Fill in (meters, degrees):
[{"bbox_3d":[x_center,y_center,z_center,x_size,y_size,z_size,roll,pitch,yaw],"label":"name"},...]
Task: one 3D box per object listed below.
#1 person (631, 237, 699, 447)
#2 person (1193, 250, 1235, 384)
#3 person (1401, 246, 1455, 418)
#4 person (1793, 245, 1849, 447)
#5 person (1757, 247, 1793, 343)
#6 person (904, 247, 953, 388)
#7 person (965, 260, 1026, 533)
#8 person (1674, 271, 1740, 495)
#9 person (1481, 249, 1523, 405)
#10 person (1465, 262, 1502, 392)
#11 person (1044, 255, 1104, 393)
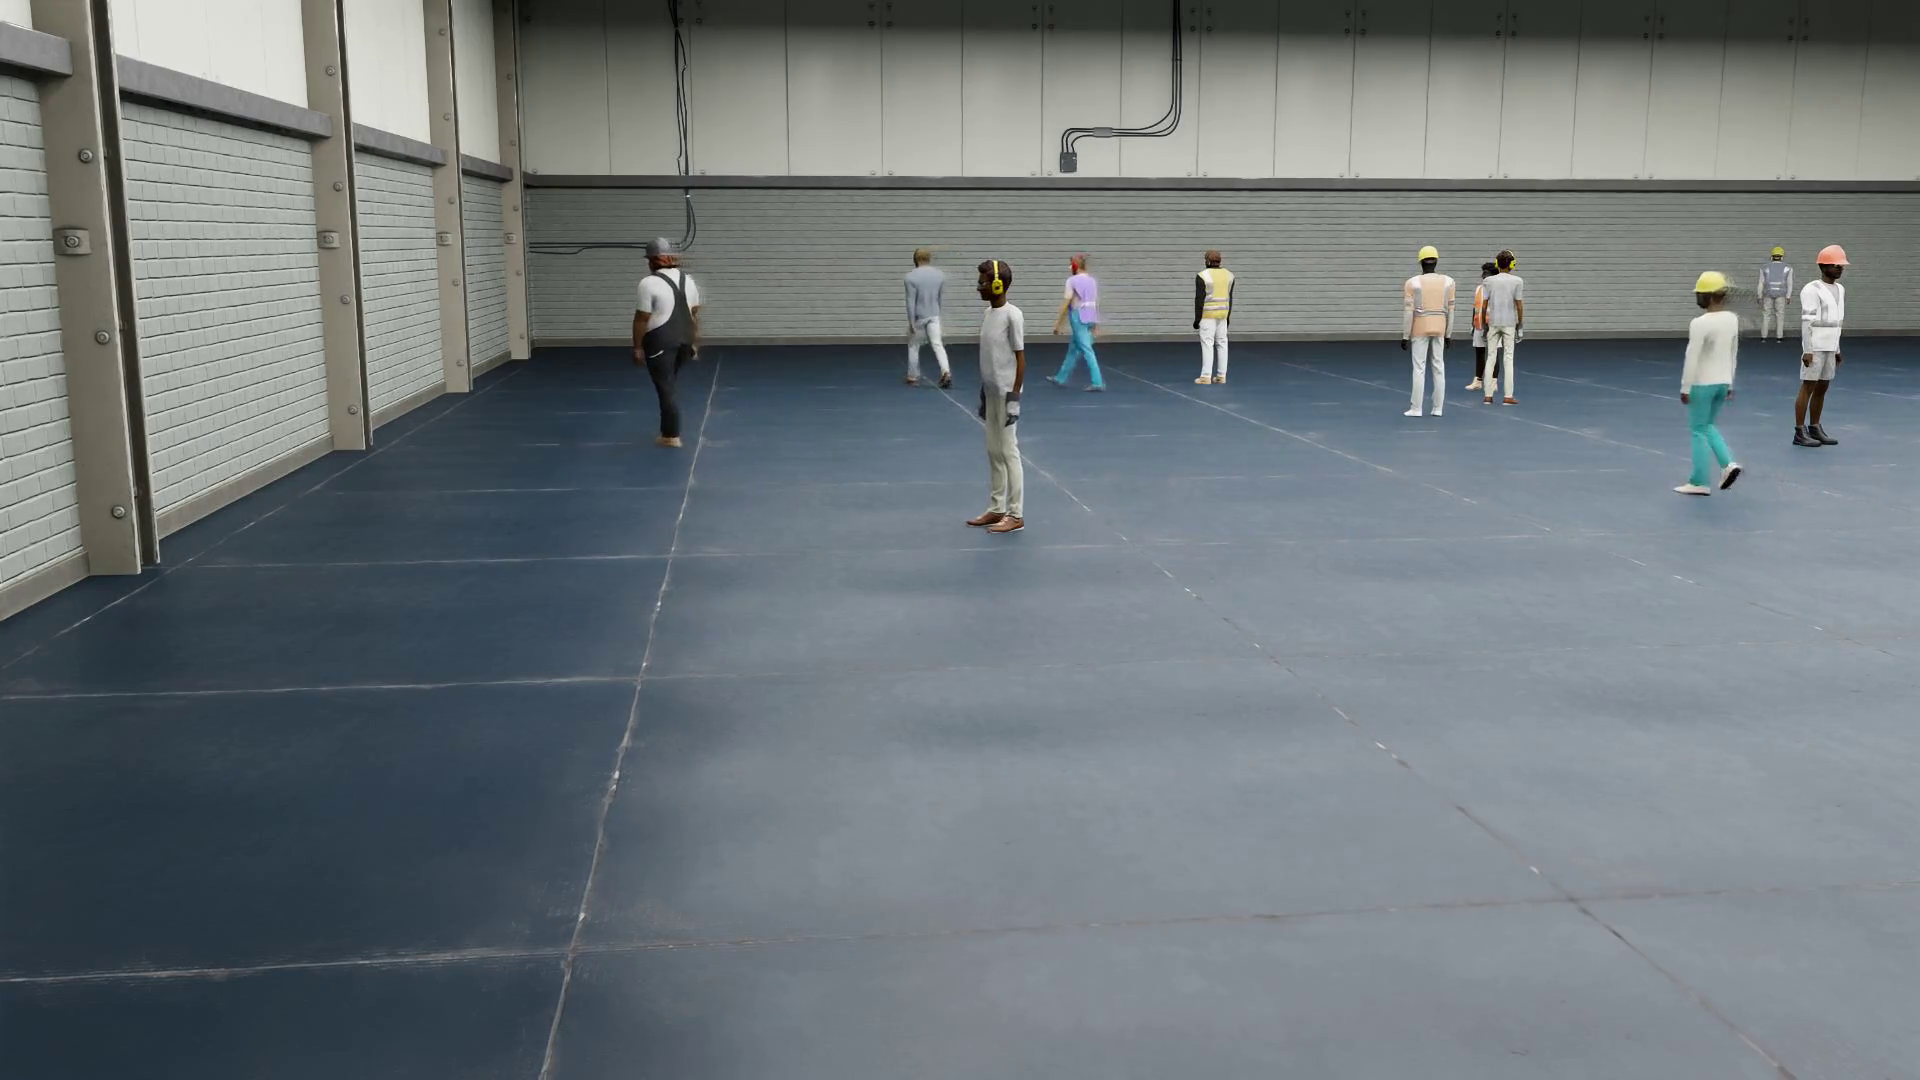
[{"bbox_3d":[-2.948,-1.930,16.152,0.702,2.000,0.713,7,12,34],"label":"person"},{"bbox_3d":[3.473,-3.069,22.944,0.624,1.845,0.430,-6,12,-29],"label":"person"},{"bbox_3d":[5.245,-2.331,18.690,0.584,1.917,0.384,-1,10,-6],"label":"person"},{"bbox_3d":[8.366,-1.872,16.117,0.543,1.938,0.356,-6,12,-30],"label":"person"},{"bbox_3d":[15.636,-4.705,31.936,0.601,1.830,0.403,4,11,22],"label":"person"},{"bbox_3d":[-0.448,-2.986,22.357,0.628,1.906,1.003,-6,12,-28],"label":"person"},{"bbox_3d":[0.266,-0.980,11.433,0.329,1.865,0.513,-5,11,-25],"label":"person"},{"bbox_3d":[5.856,-1.216,13.005,0.549,1.752,0.407,-6,12,-30],"label":"person"},{"bbox_3d":[6.566,-2.570,20.128,0.509,1.872,0.328,6,12,31],"label":"person"},{"bbox_3d":[6.908,-2.787,21.793,0.318,1.698,0.533,-6,12,-31],"label":"person"},{"bbox_3d":[1.515,-2.835,21.828,1.003,1.781,0.571,7,12,33],"label":"person"}]
